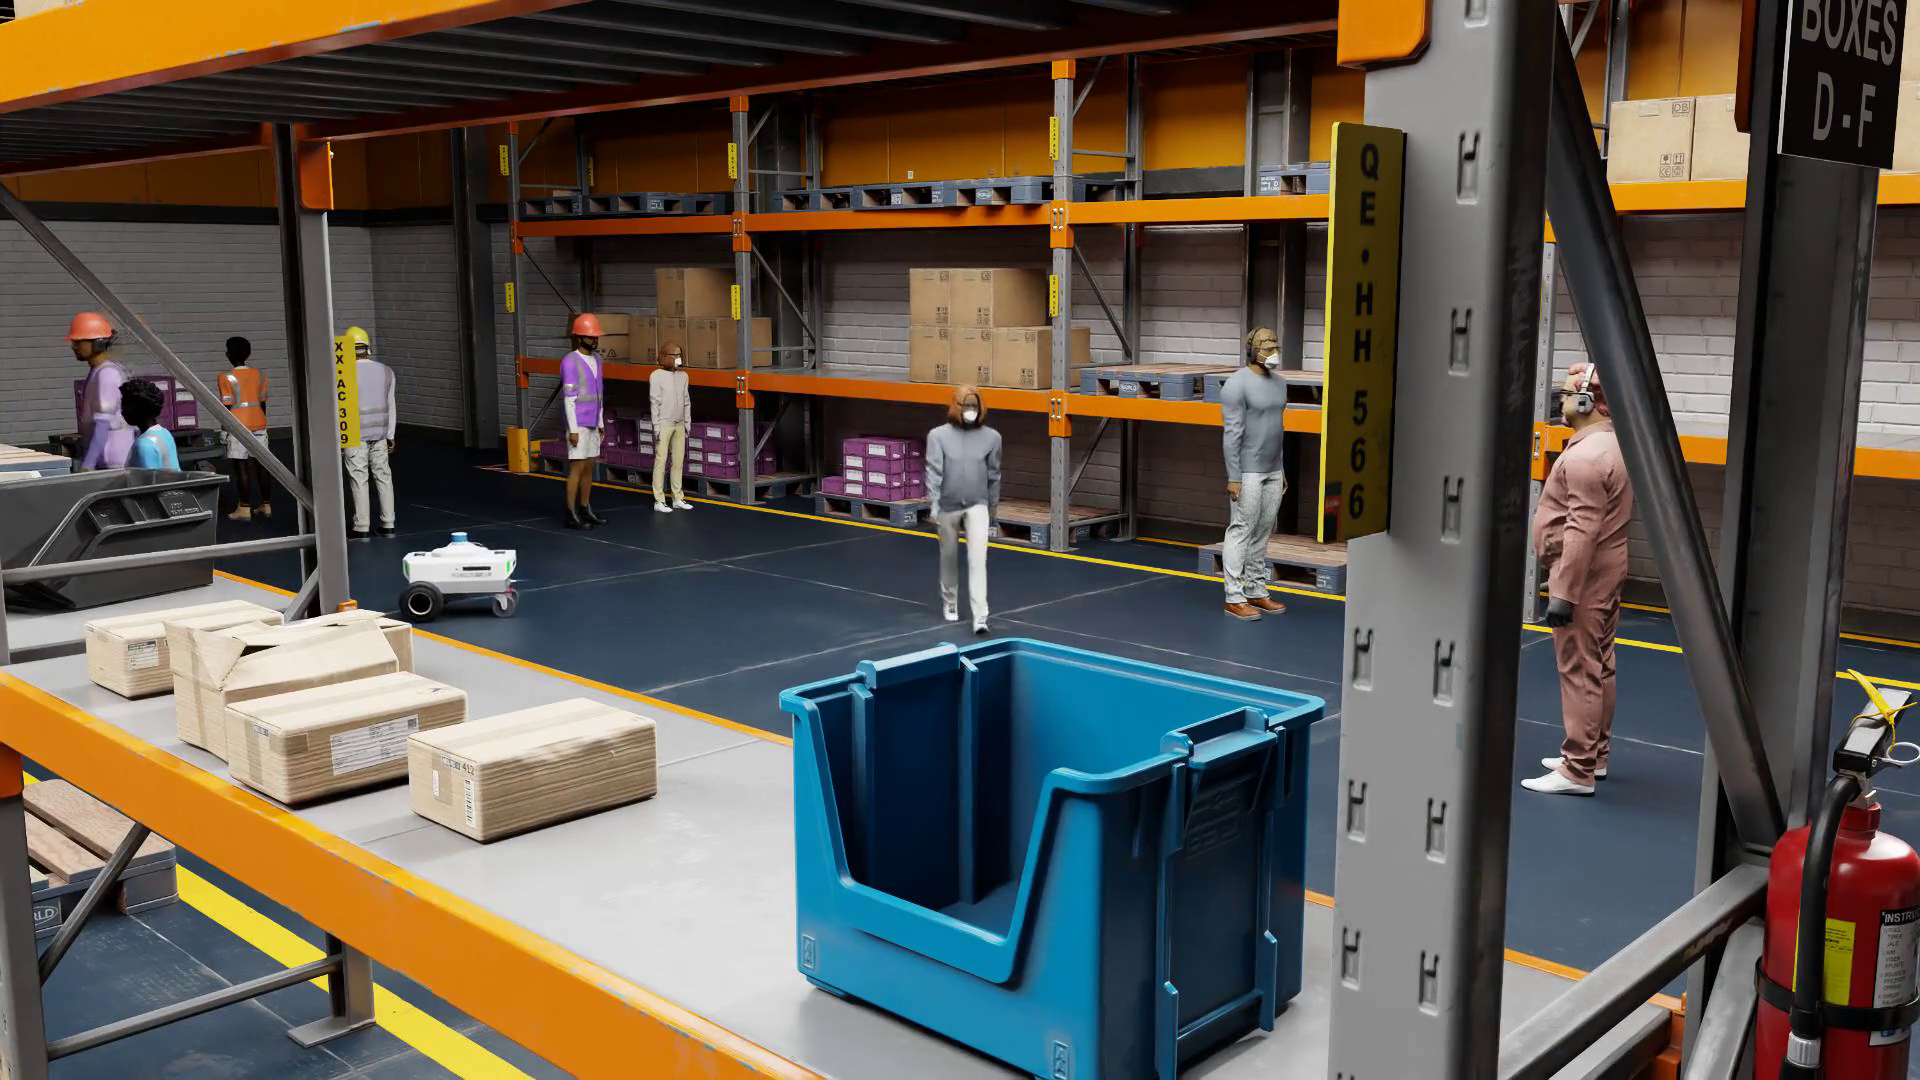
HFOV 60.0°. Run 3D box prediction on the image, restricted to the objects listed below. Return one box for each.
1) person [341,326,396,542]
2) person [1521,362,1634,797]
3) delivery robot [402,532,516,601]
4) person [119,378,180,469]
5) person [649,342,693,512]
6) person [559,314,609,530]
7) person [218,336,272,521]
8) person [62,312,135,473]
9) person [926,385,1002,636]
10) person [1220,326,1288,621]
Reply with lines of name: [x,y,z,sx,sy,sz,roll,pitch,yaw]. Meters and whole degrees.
person: [-5.085,-0.899,14.168,0.403,1.827,0.599,7,12,36]
person: [2.734,0.174,7.353,0.407,1.910,0.640,6,11,34]
delivery robot: [-3.325,0.193,11.084,0.707,0.478,0.477,-2,9,-9]
person: [-4.648,-0.087,9.626,0.316,1.693,0.533,-2,10,-14]
person: [-2.765,-1.081,15.916,0.277,1.629,0.496,7,12,36]
person: [-3.324,-1.050,14.834,0.428,1.926,0.548,3,10,20]
person: [-6.610,-1.027,15.357,0.320,1.698,0.531,4,10,25]
person: [-6.045,-0.561,11.562,0.758,2.024,0.627,-8,12,-39]
person: [0.026,-0.203,10.658,0.491,1.578,0.898,-1,9,-4]
person: [1.970,-0.444,11.047,0.359,1.938,0.635,9,13,43]
